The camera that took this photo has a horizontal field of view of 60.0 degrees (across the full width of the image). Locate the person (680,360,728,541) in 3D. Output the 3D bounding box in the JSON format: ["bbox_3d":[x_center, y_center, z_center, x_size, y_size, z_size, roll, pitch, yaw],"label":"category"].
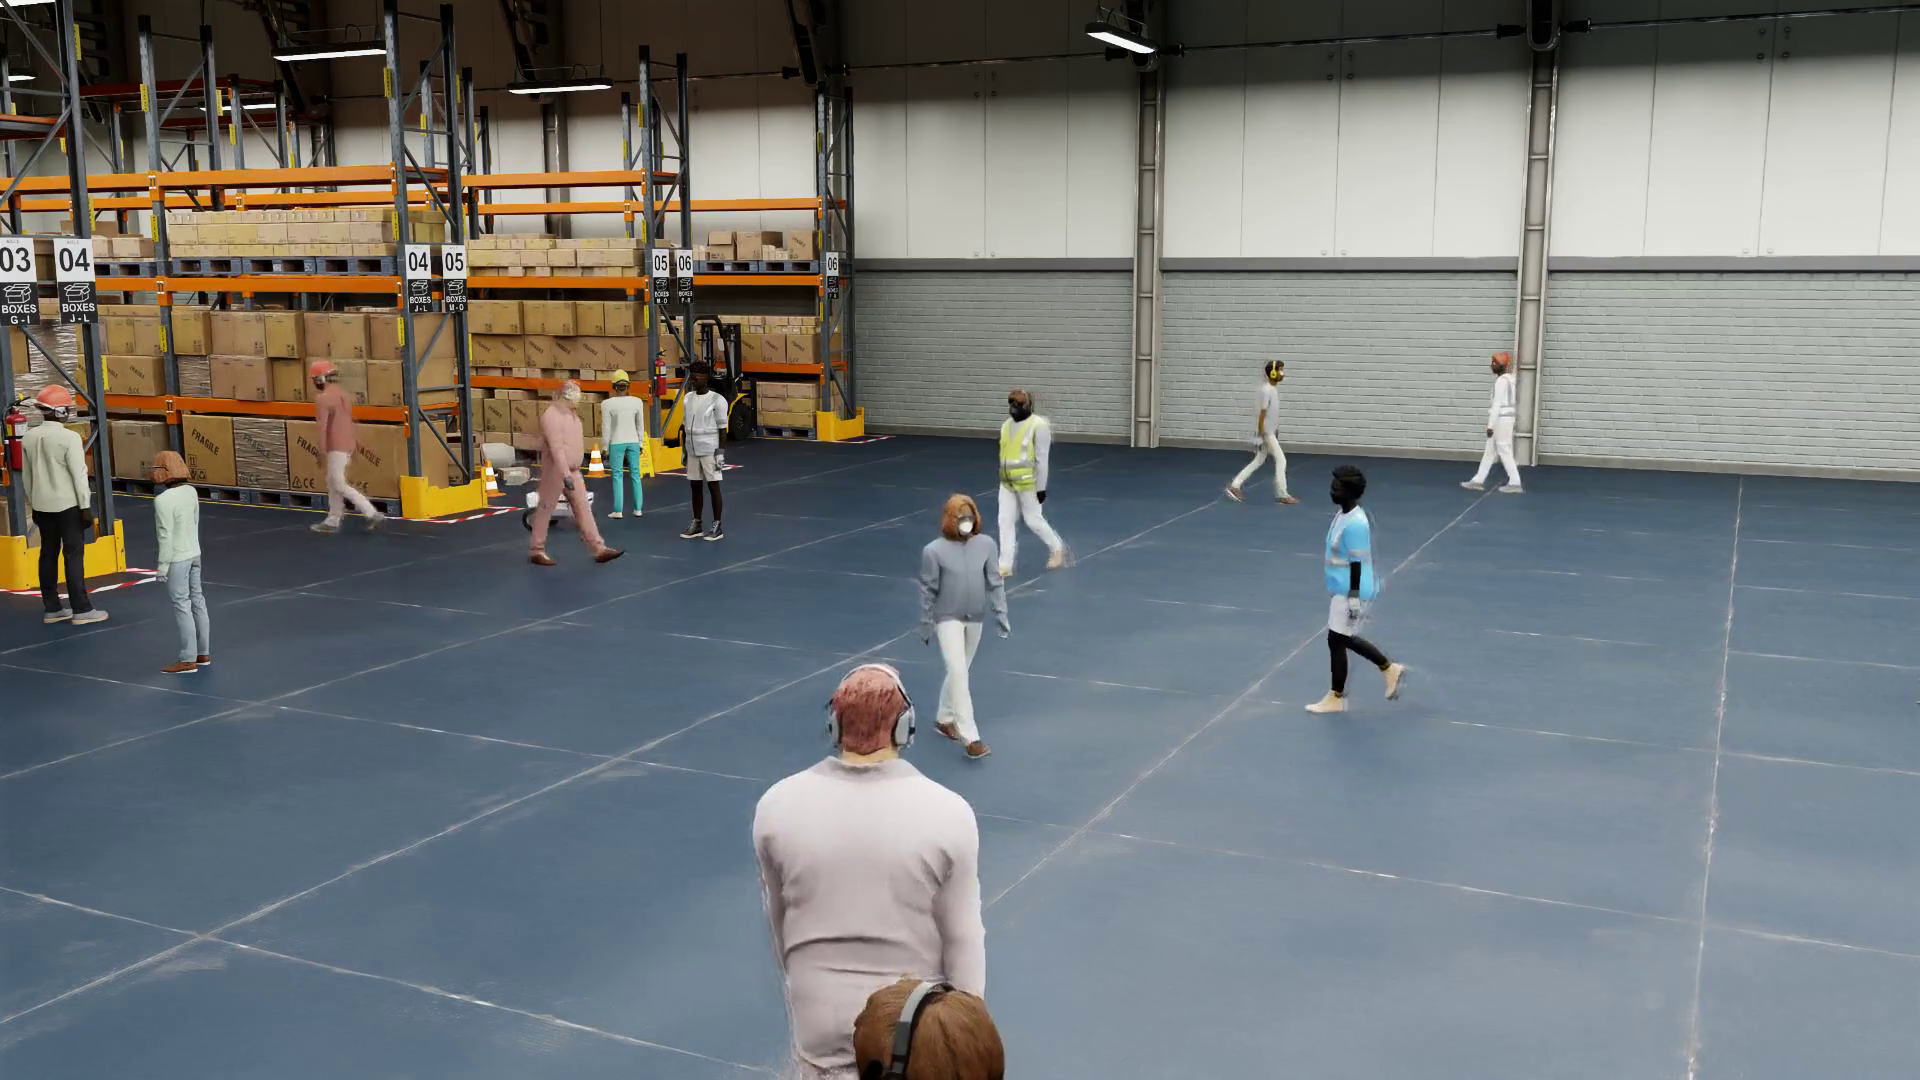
[{"bbox_3d":[-2.803,-0.977,18.131,0.603,1.966,0.368,6,11,31],"label":"person"}]

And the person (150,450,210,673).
[{"bbox_3d":[-5.725,0.159,12.181,0.280,1.634,0.498,0,9,3],"label":"person"}]

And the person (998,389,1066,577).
[{"bbox_3d":[0.647,-0.554,16.000,0.817,1.814,0.631,-8,12,-41],"label":"person"}]

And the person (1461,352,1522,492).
[{"bbox_3d":[7.106,-1.548,22.008,0.816,1.853,0.600,4,10,24],"label":"person"}]

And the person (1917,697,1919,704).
[{"bbox_3d":[6.941,0.191,11.376,0.965,1.840,0.587,-7,12,-38],"label":"person"}]

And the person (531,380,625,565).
[{"bbox_3d":[-3.859,-0.650,16.482,1.011,1.841,0.669,3,10,18],"label":"person"}]

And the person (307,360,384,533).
[{"bbox_3d":[-6.834,-1.017,18.442,0.782,1.963,0.647,0,9,3],"label":"person"}]

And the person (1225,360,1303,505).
[{"bbox_3d":[3.815,-1.355,20.893,0.935,1.832,0.516,2,10,14],"label":"person"}]

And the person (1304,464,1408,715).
[{"bbox_3d":[2.647,0.330,11.010,0.626,1.682,0.540,1,9,3],"label":"person"}]

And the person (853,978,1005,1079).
[{"bbox_3d":[-0.046,1.597,2.735,0.429,1.843,0.627,5,11,30],"label":"person"}]

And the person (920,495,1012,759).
[{"bbox_3d":[0.030,0.512,10.165,0.503,1.585,0.842,-5,11,-30],"label":"person"}]

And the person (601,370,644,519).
[{"bbox_3d":[-3.986,-1.129,19.673,0.524,1.769,0.308,-6,11,-32],"label":"person"}]

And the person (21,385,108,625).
[{"bbox_3d":[-7.475,-0.291,13.832,0.612,1.996,0.388,3,10,18],"label":"person"}]

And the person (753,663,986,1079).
[{"bbox_3d":[-0.235,1.272,4.585,0.642,1.884,0.531,1,9,8],"label":"person"}]

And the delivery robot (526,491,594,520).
[{"bbox_3d":[-4.519,-0.430,18.806,0.707,0.478,0.477,1,9,8],"label":"delivery robot"}]
